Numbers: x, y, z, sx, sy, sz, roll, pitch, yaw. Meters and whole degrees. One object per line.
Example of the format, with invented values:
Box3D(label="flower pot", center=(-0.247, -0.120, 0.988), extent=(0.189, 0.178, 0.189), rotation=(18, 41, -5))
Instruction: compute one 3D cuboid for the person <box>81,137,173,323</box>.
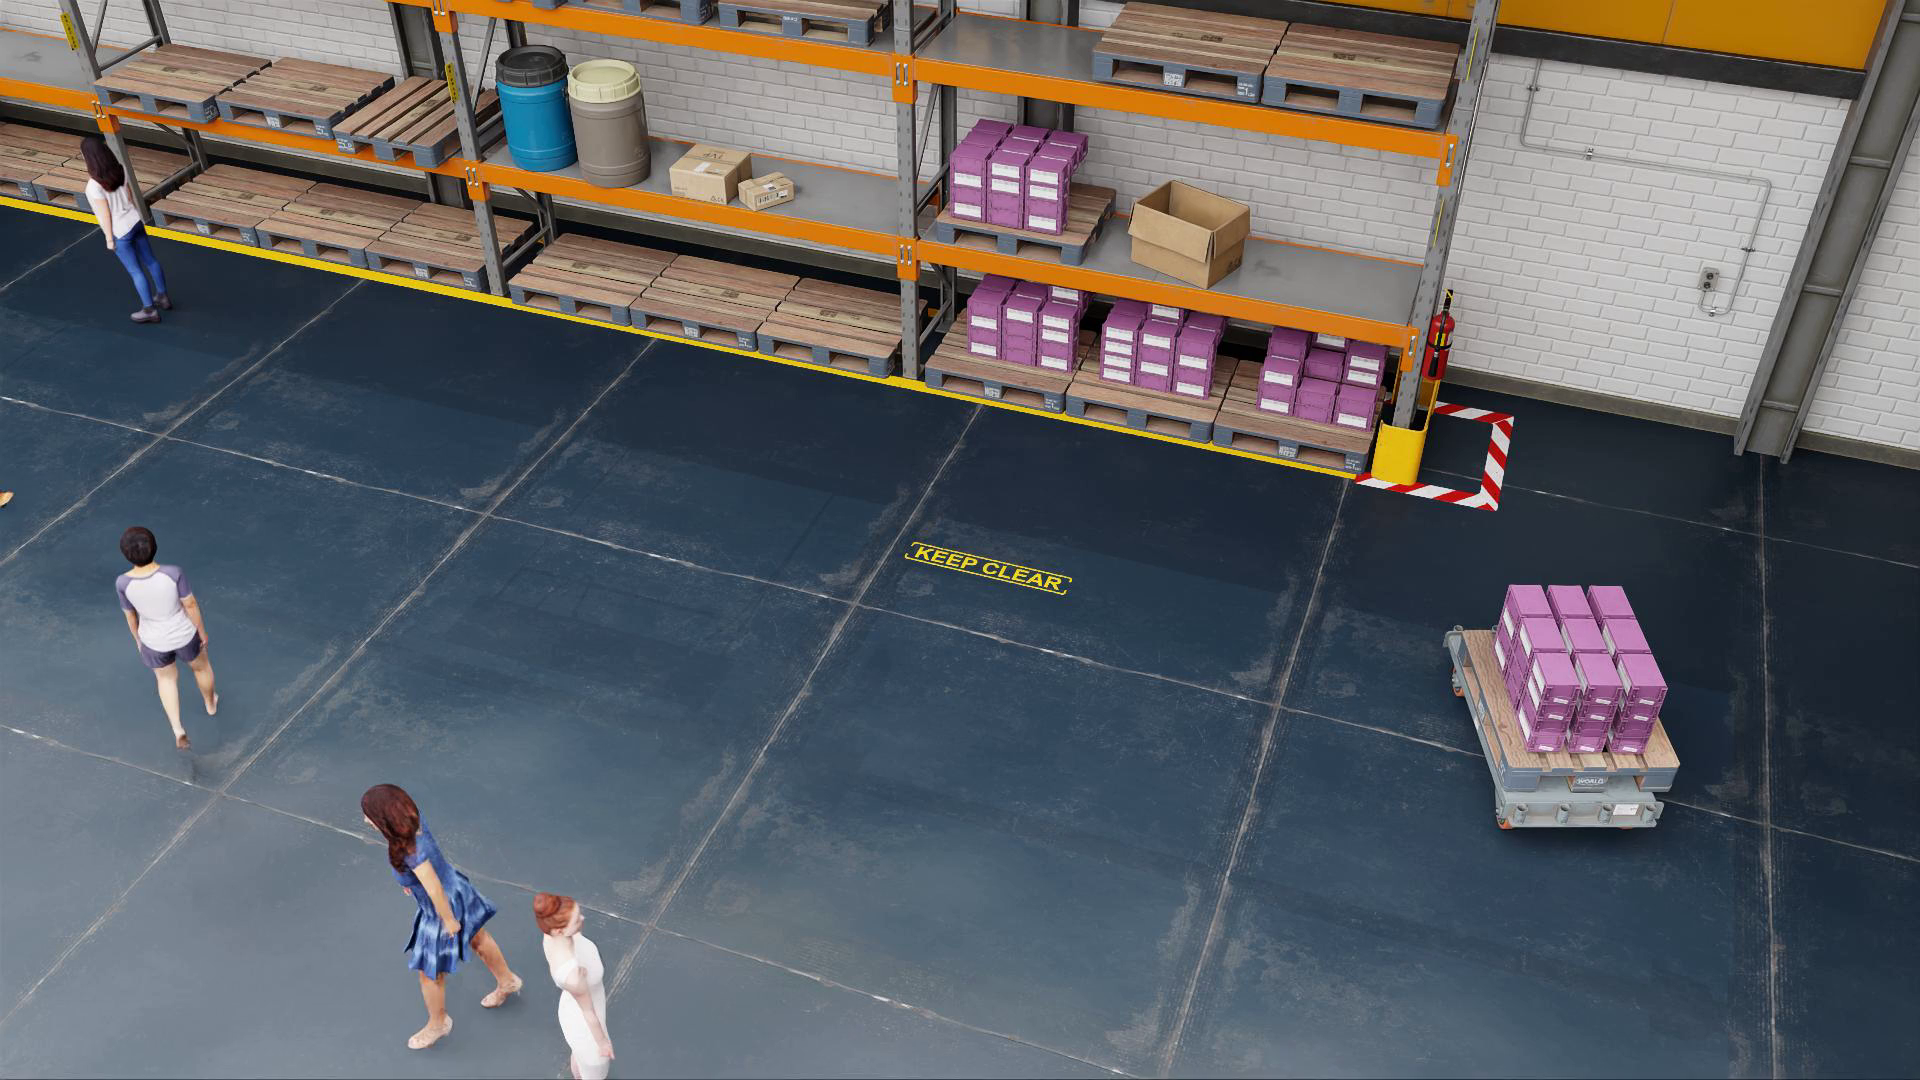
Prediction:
Box3D(label="person", center=(-7.121, -2.641, 14.208), extent=(0.563, 1.684, 0.620), rotation=(8, 39, 10))

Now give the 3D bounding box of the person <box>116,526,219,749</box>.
Box3D(label="person", center=(-4.873, 0.609, 10.247), extent=(0.896, 1.548, 0.921), rotation=(-12, 40, -14))

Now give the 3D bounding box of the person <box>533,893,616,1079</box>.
Box3D(label="person", center=(-1.807, 2.292, 7.940), extent=(0.675, 1.798, 0.618), rotation=(-16, 41, -19))

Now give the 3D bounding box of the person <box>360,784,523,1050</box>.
Box3D(label="person", center=(-2.589, 1.878, 8.482), extent=(1.009, 1.768, 0.943), rotation=(-17, 41, -20))
